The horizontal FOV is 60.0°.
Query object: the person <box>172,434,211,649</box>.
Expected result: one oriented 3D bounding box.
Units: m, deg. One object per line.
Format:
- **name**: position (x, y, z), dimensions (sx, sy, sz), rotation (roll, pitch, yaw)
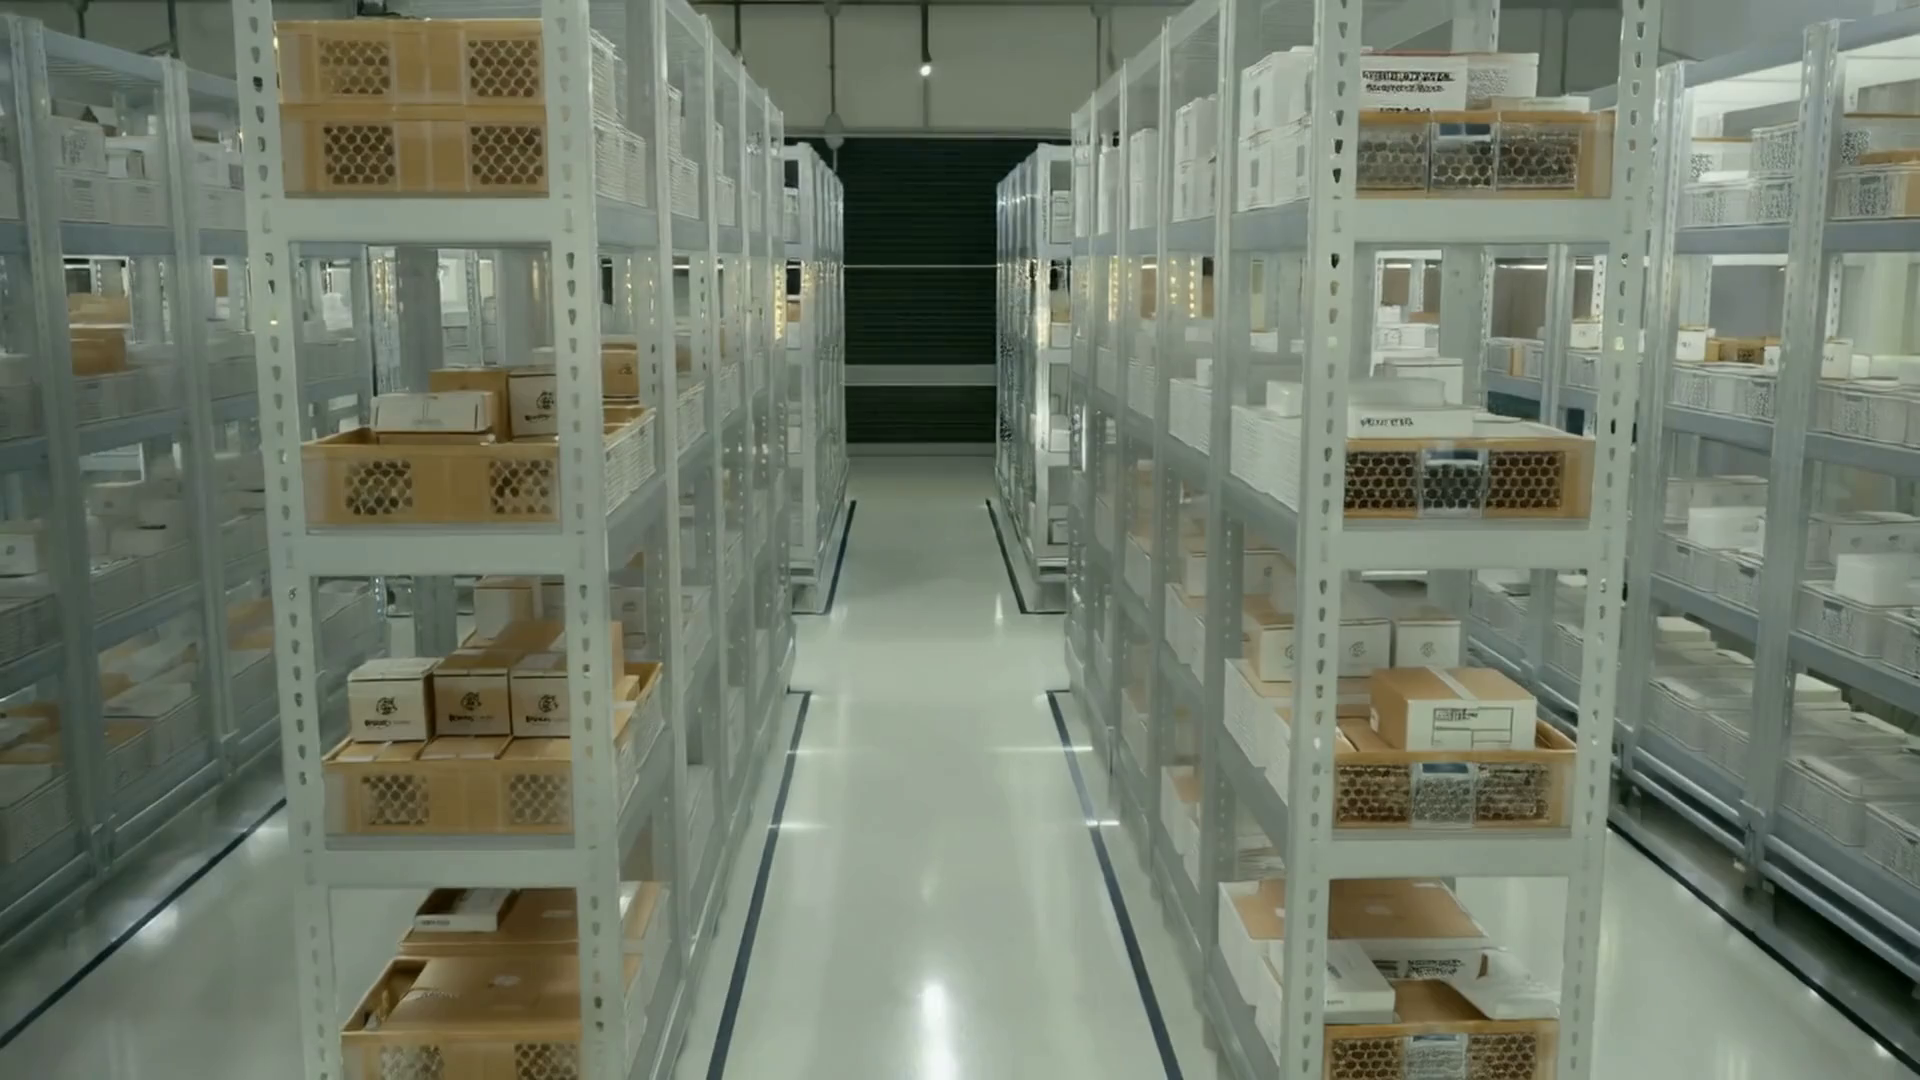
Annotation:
- **person**: position (-5.096, -0.030, 11.002), dimensions (0.452, 1.830, 0.605), rotation (0, 9, 3)
